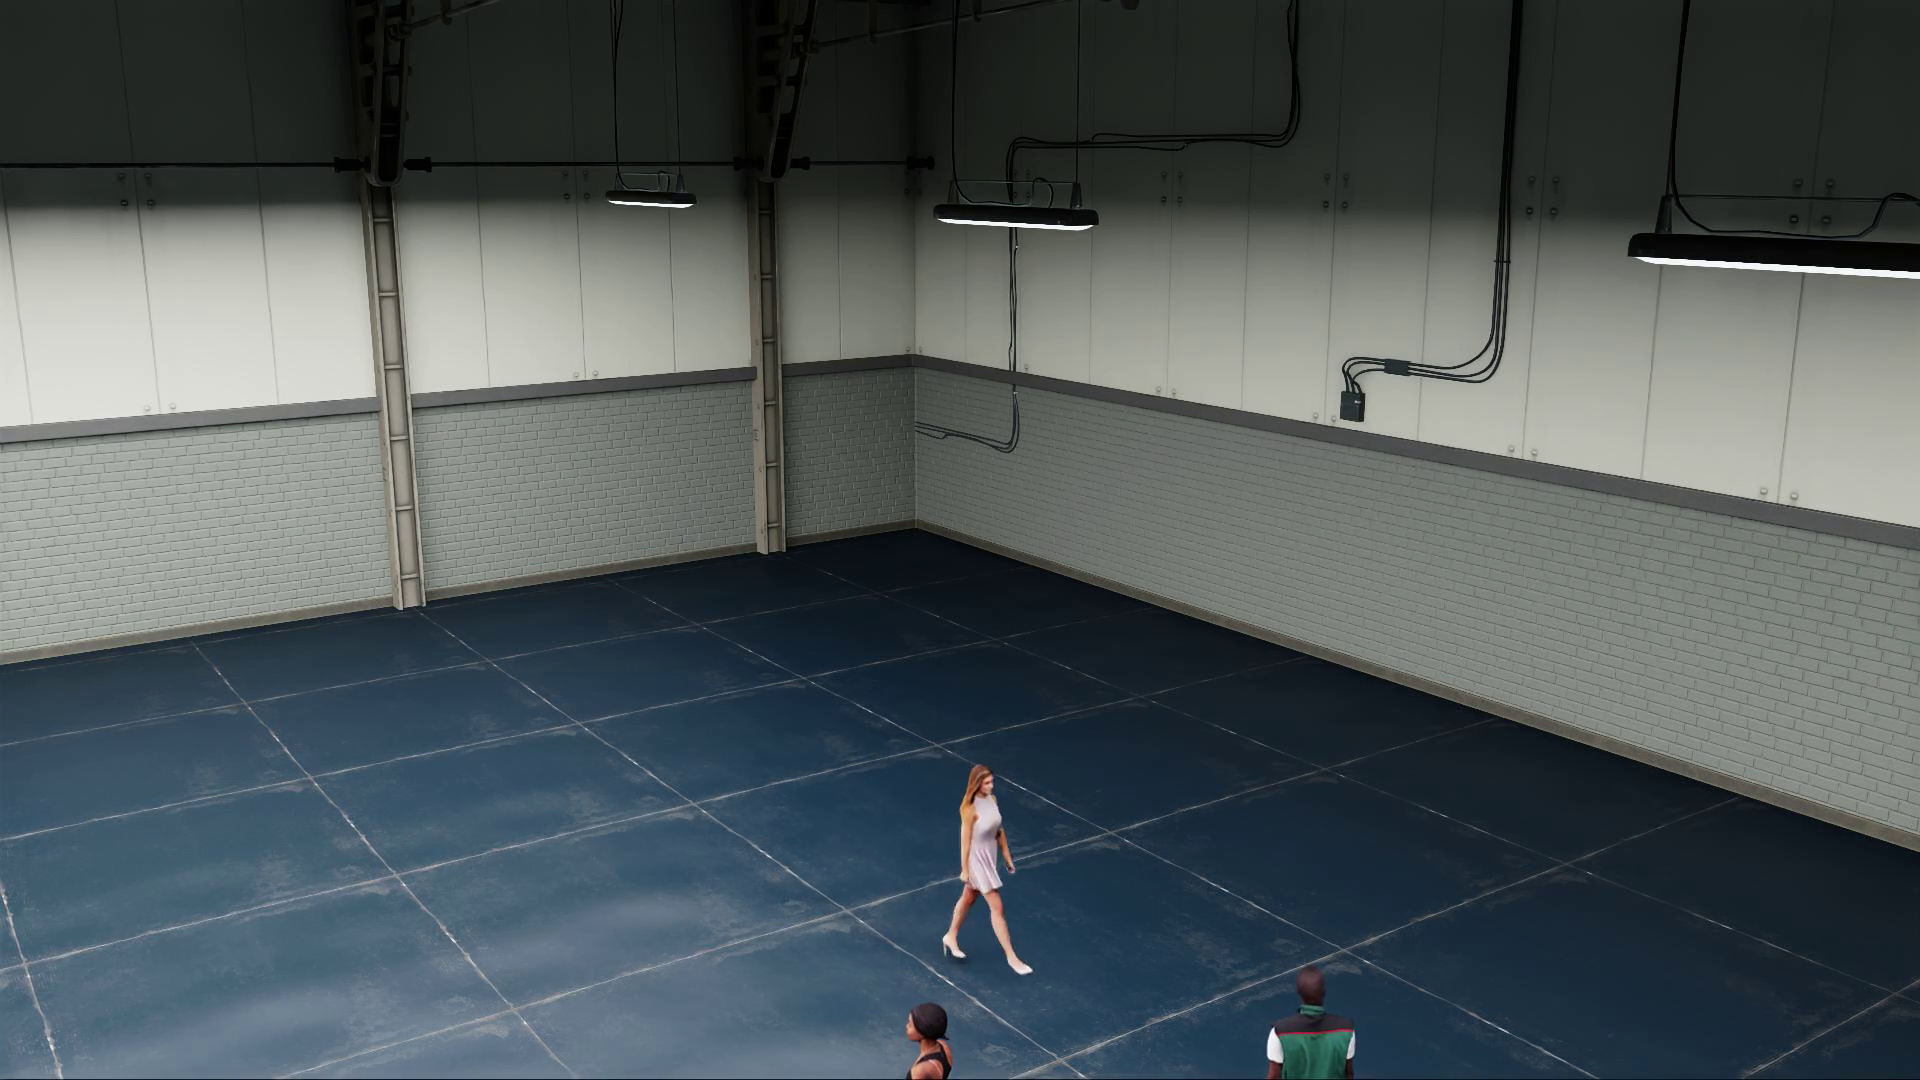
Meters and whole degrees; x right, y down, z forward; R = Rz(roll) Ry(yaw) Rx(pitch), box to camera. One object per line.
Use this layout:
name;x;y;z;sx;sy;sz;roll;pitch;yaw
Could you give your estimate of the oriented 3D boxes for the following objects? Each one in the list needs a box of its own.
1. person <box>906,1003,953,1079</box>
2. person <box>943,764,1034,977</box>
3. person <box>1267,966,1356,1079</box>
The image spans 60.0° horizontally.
person;-0.164;3.479;9.694;0.713;1.696;0.619;5;14;21
person;0.094;2.620;13.353;0.860;1.720;1.116;9;16;35
person;2.062;3.382;9.797;0.746;1.838;0.848;-1;13;-3
